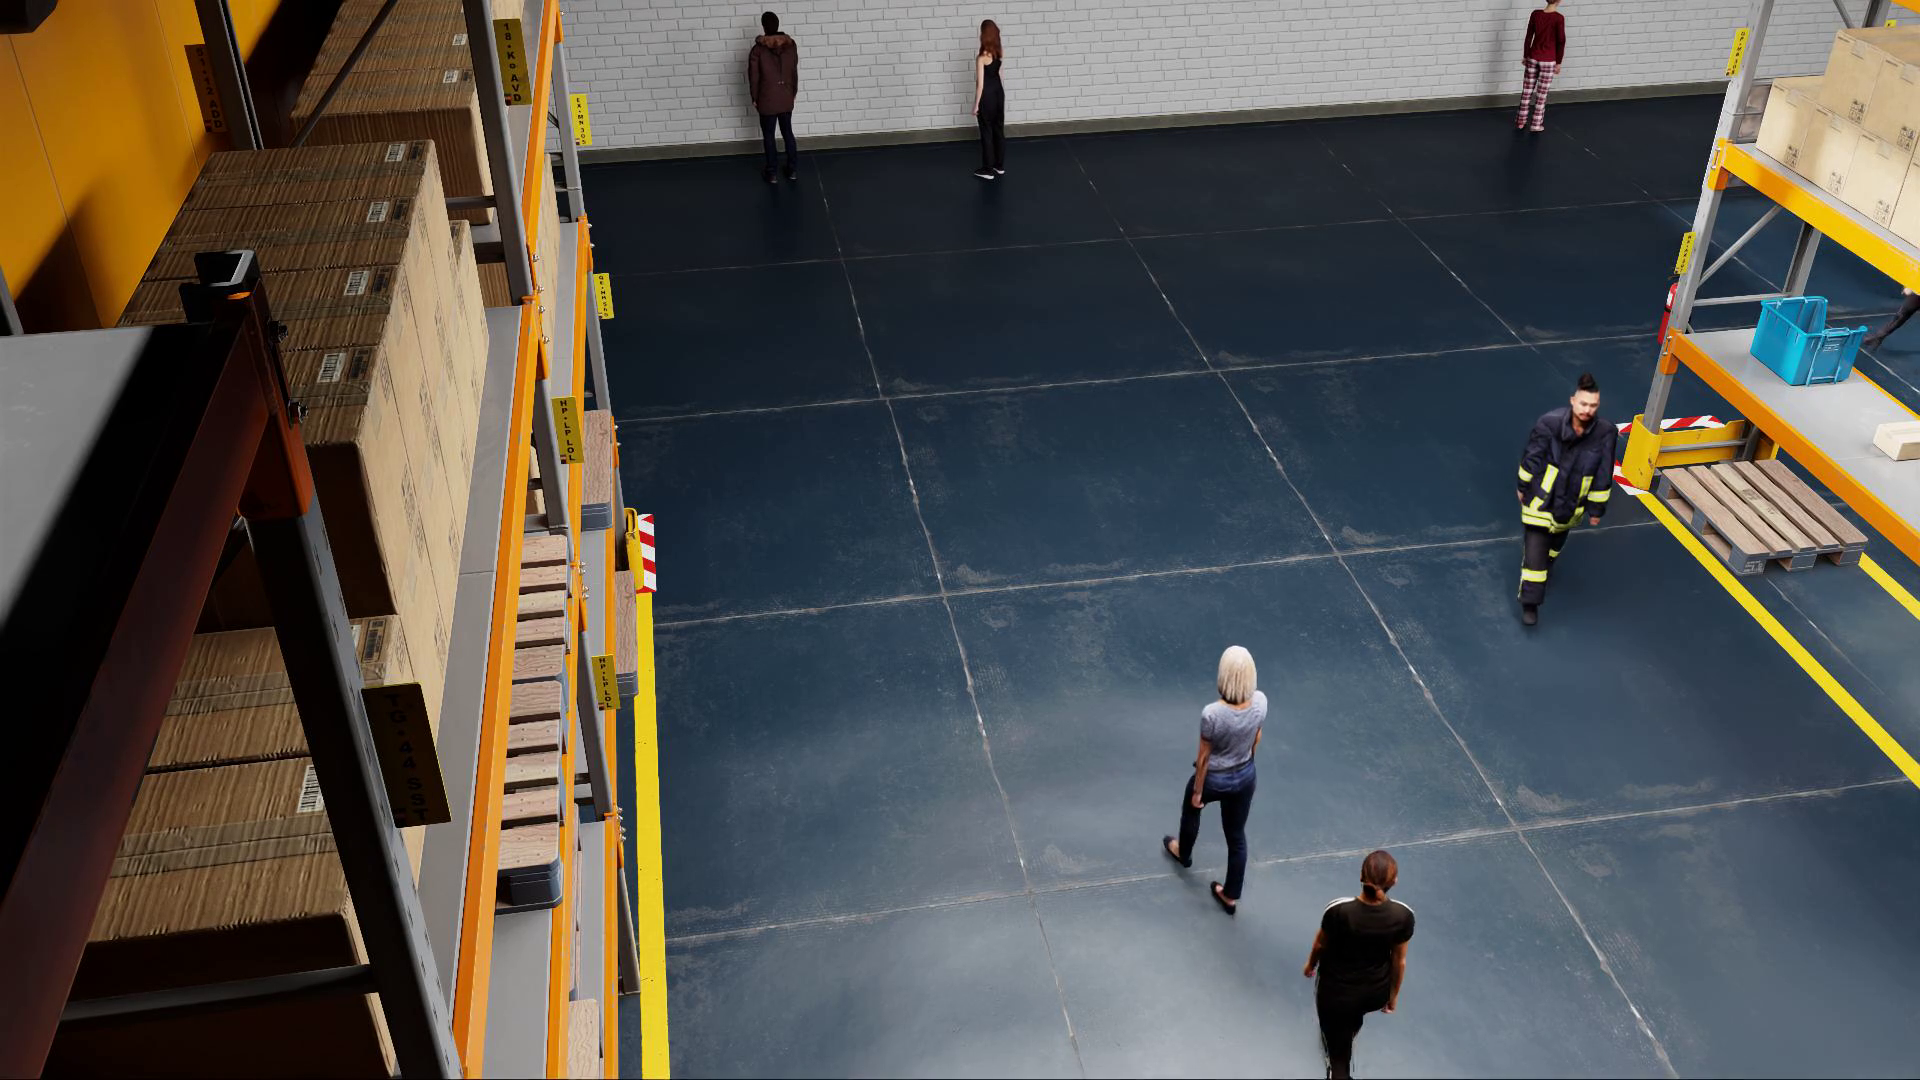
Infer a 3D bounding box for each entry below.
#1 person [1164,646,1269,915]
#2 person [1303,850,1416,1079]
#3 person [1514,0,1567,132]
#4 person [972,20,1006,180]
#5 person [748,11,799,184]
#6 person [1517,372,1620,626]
[{"bbox_3d":[1.489,1.359,9.076,0.700,1.698,0.930,-11,35,-17],"label":"person"},{"bbox_3d":[1.874,2.189,7.884,0.689,1.634,1.120,-1,34,-1],"label":"person"},{"bbox_3d":[6.895,-5.709,19.708,0.655,1.699,0.748,26,42,34],"label":"person"},{"bbox_3d":[0.347,-4.885,18.428,0.699,1.742,0.666,28,43,35],"label":"person"},{"bbox_3d":[-2.033,-4.876,18.323,0.838,1.844,0.805,-19,38,-26],"label":"person"},{"bbox_3d":[4.177,-0.375,11.580,1.051,1.813,1.298,7,34,11],"label":"person"}]
